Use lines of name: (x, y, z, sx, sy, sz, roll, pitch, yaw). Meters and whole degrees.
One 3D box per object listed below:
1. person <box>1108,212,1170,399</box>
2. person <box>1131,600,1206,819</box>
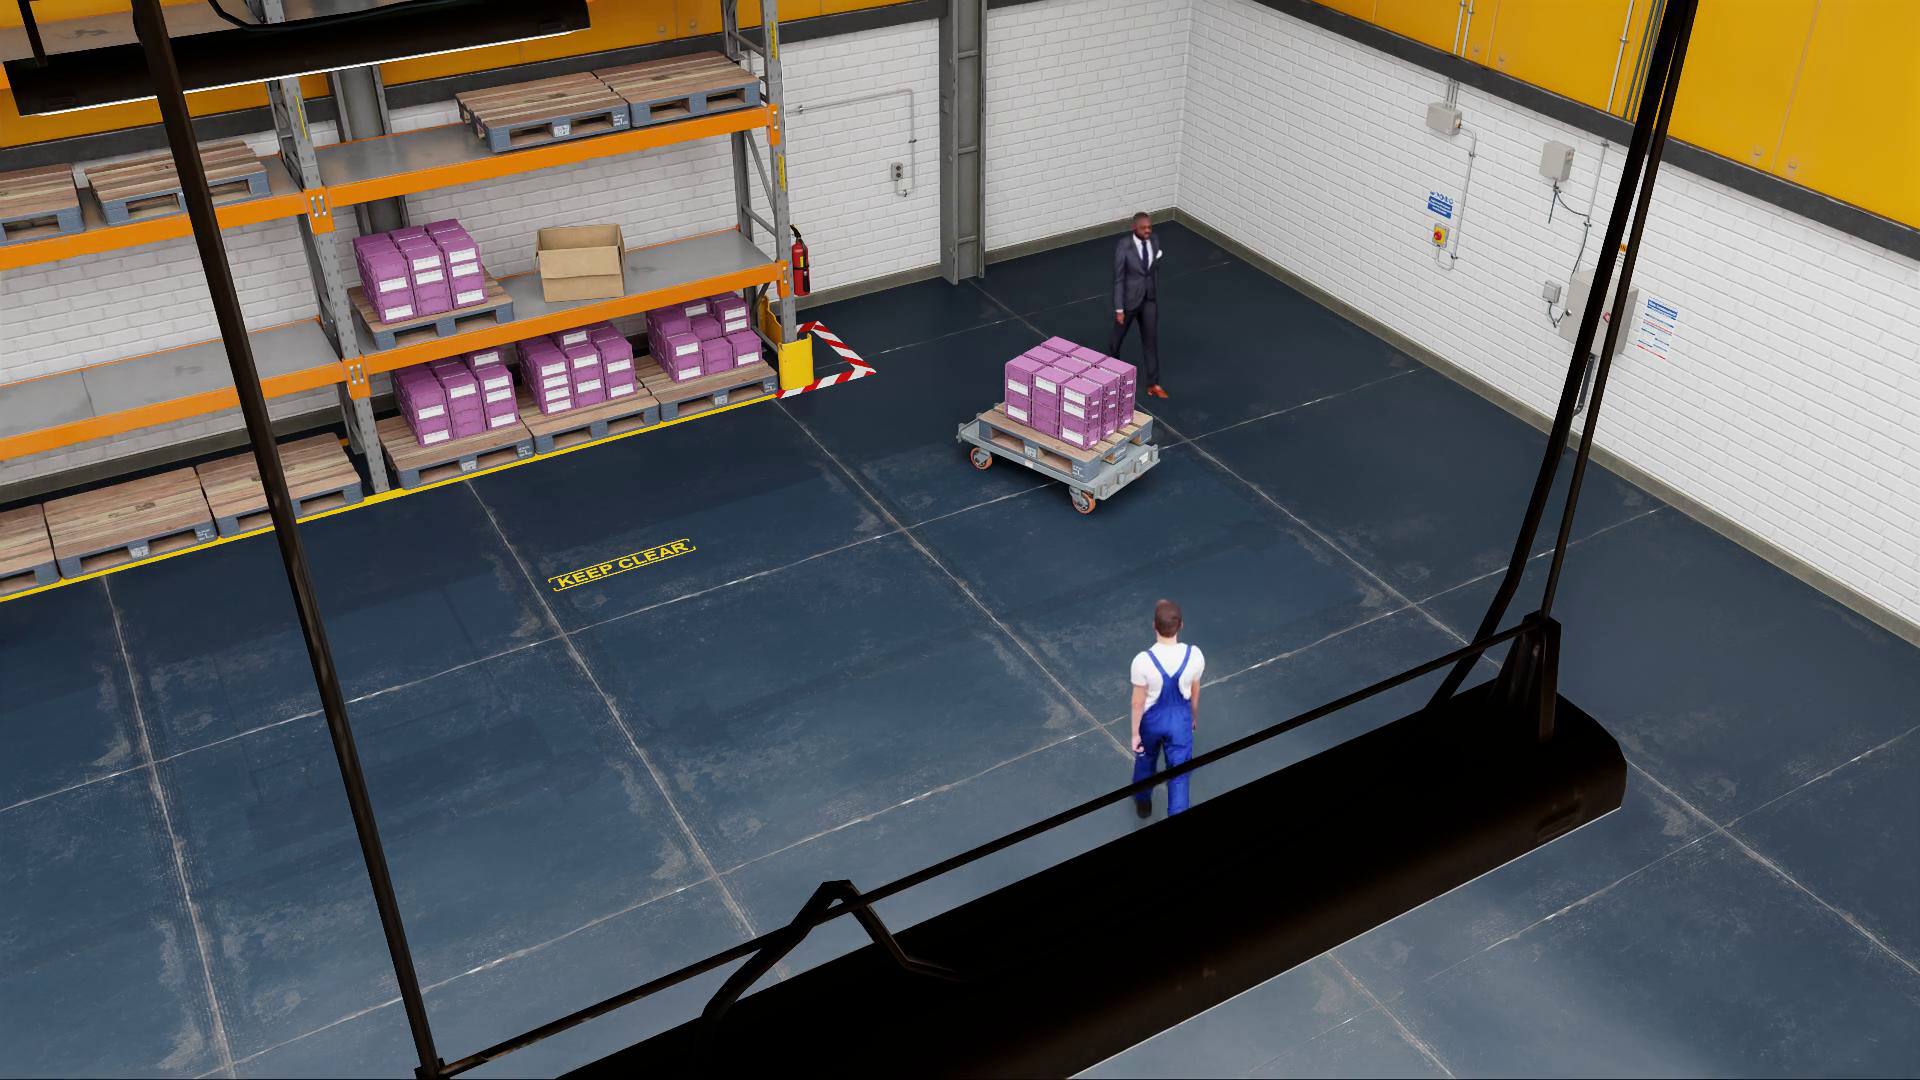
person: (1.627, -2.294, 15.885, 1.157, 1.775, 0.849, -14, 36, -20)
person: (1.315, 1.237, 10.530, 1.243, 1.821, 1.104, 0, 34, -1)
